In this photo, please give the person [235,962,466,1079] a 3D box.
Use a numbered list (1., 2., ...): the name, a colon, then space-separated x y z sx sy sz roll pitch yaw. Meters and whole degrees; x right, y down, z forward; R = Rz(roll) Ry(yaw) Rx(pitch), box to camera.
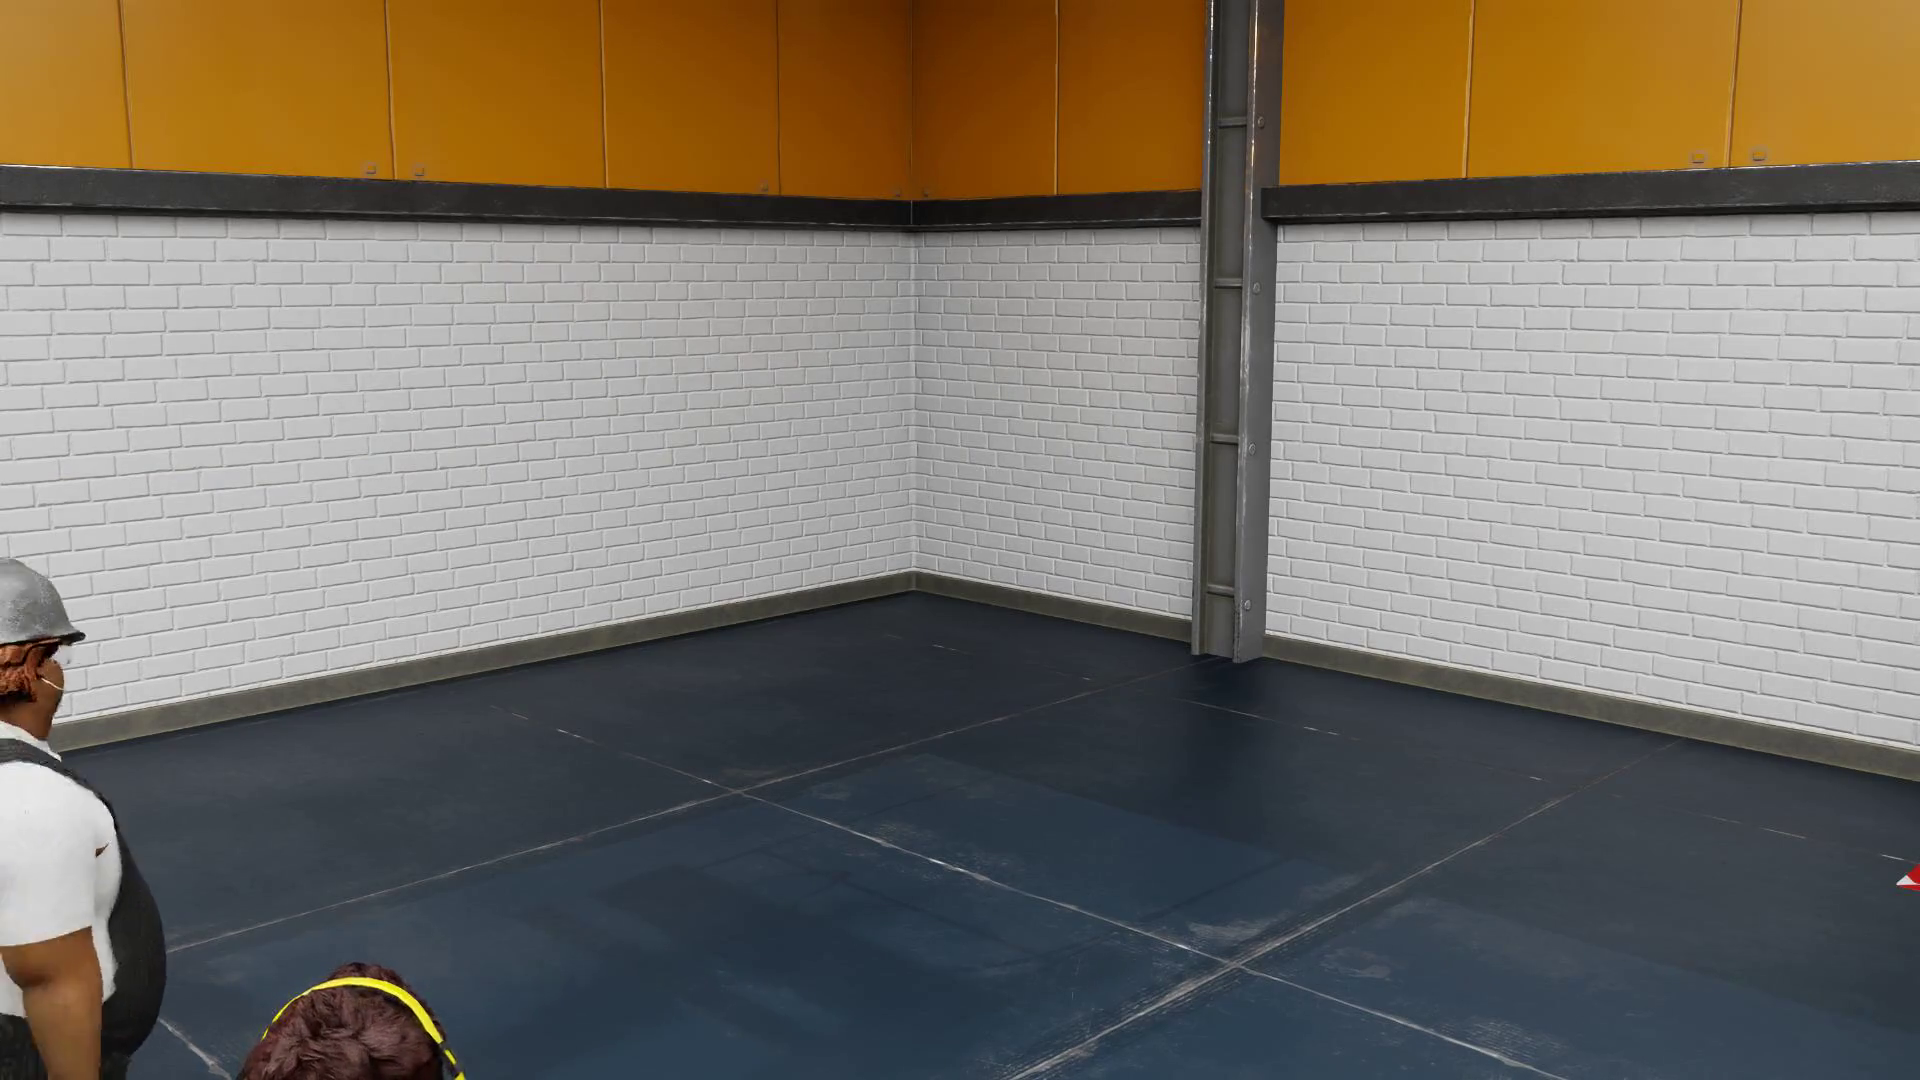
1. person: -0.641 1.383 1.876 0.518 1.865 0.328 -1 9 -9
